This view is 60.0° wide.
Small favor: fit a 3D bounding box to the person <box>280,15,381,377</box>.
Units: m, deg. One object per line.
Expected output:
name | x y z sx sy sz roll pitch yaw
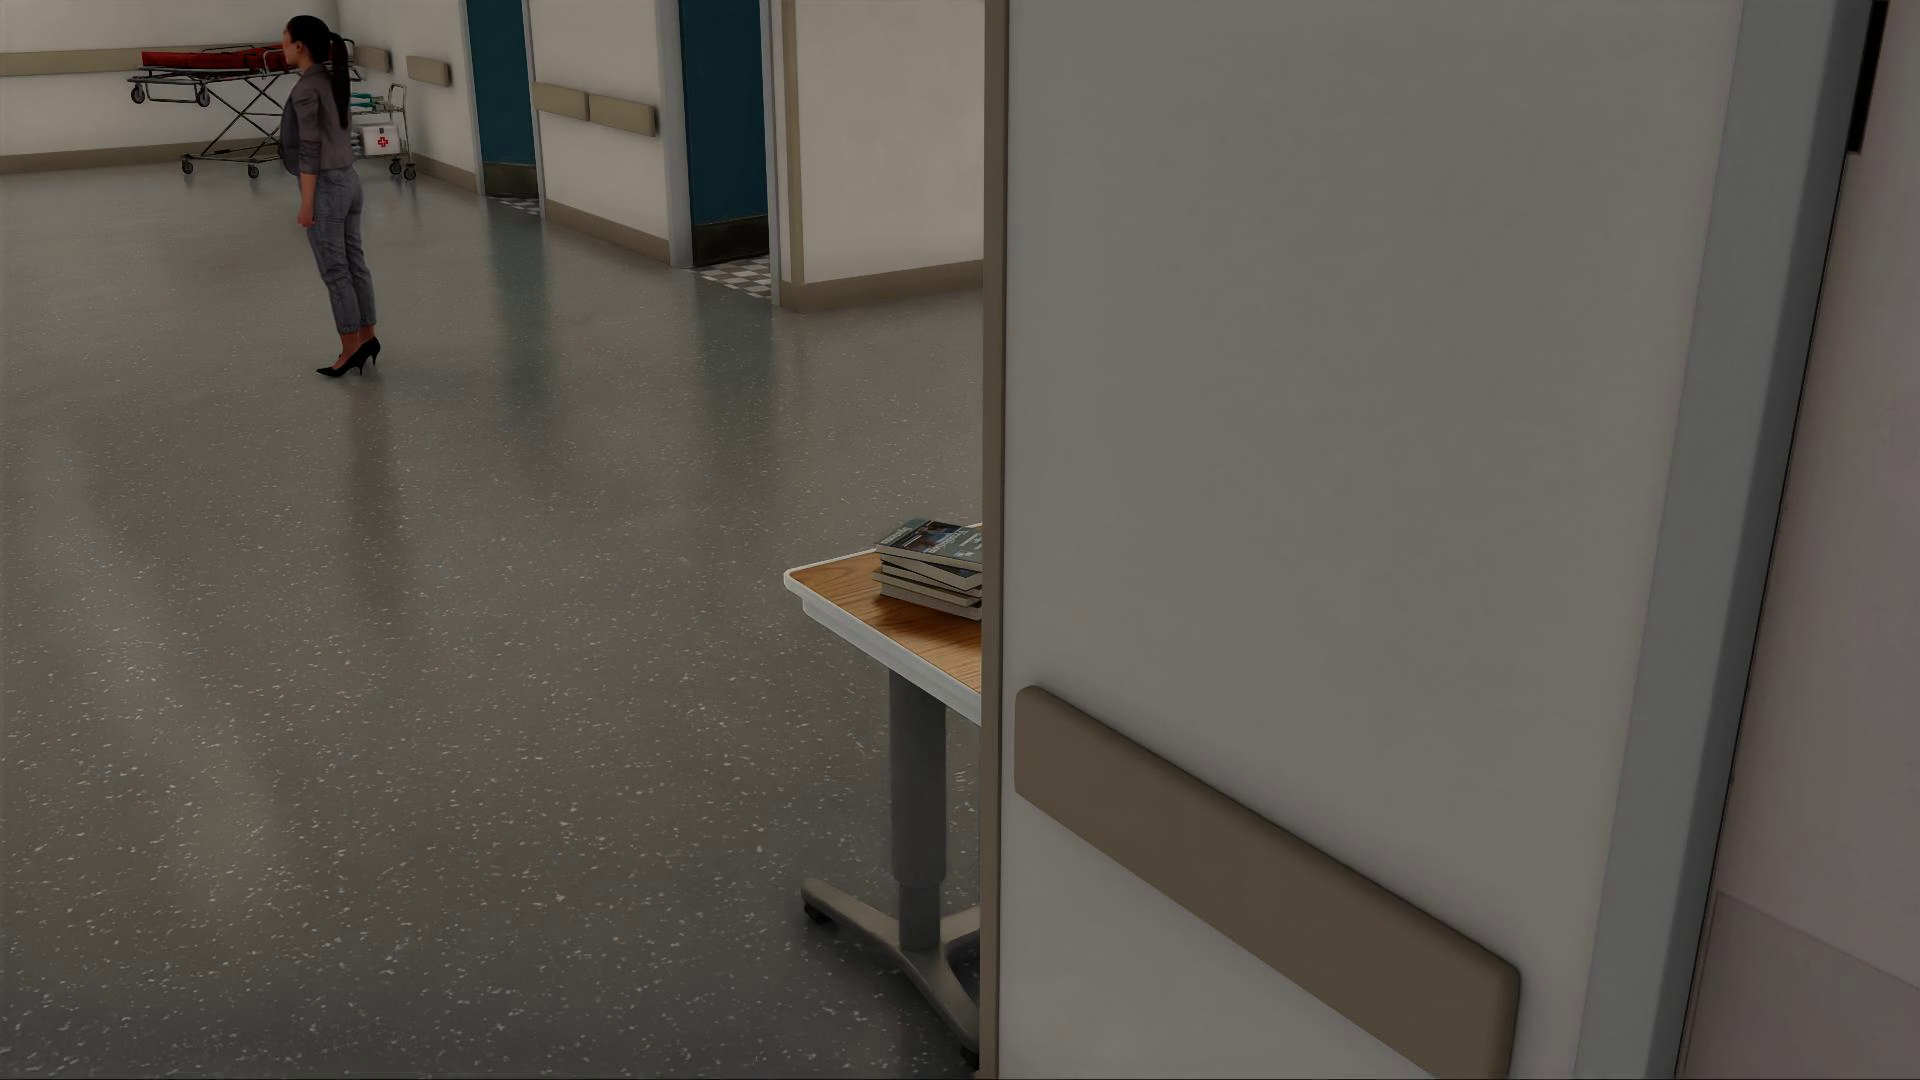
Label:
person | -3.001 -1.629 7.932 0.790 1.678 0.714 1 21 4
